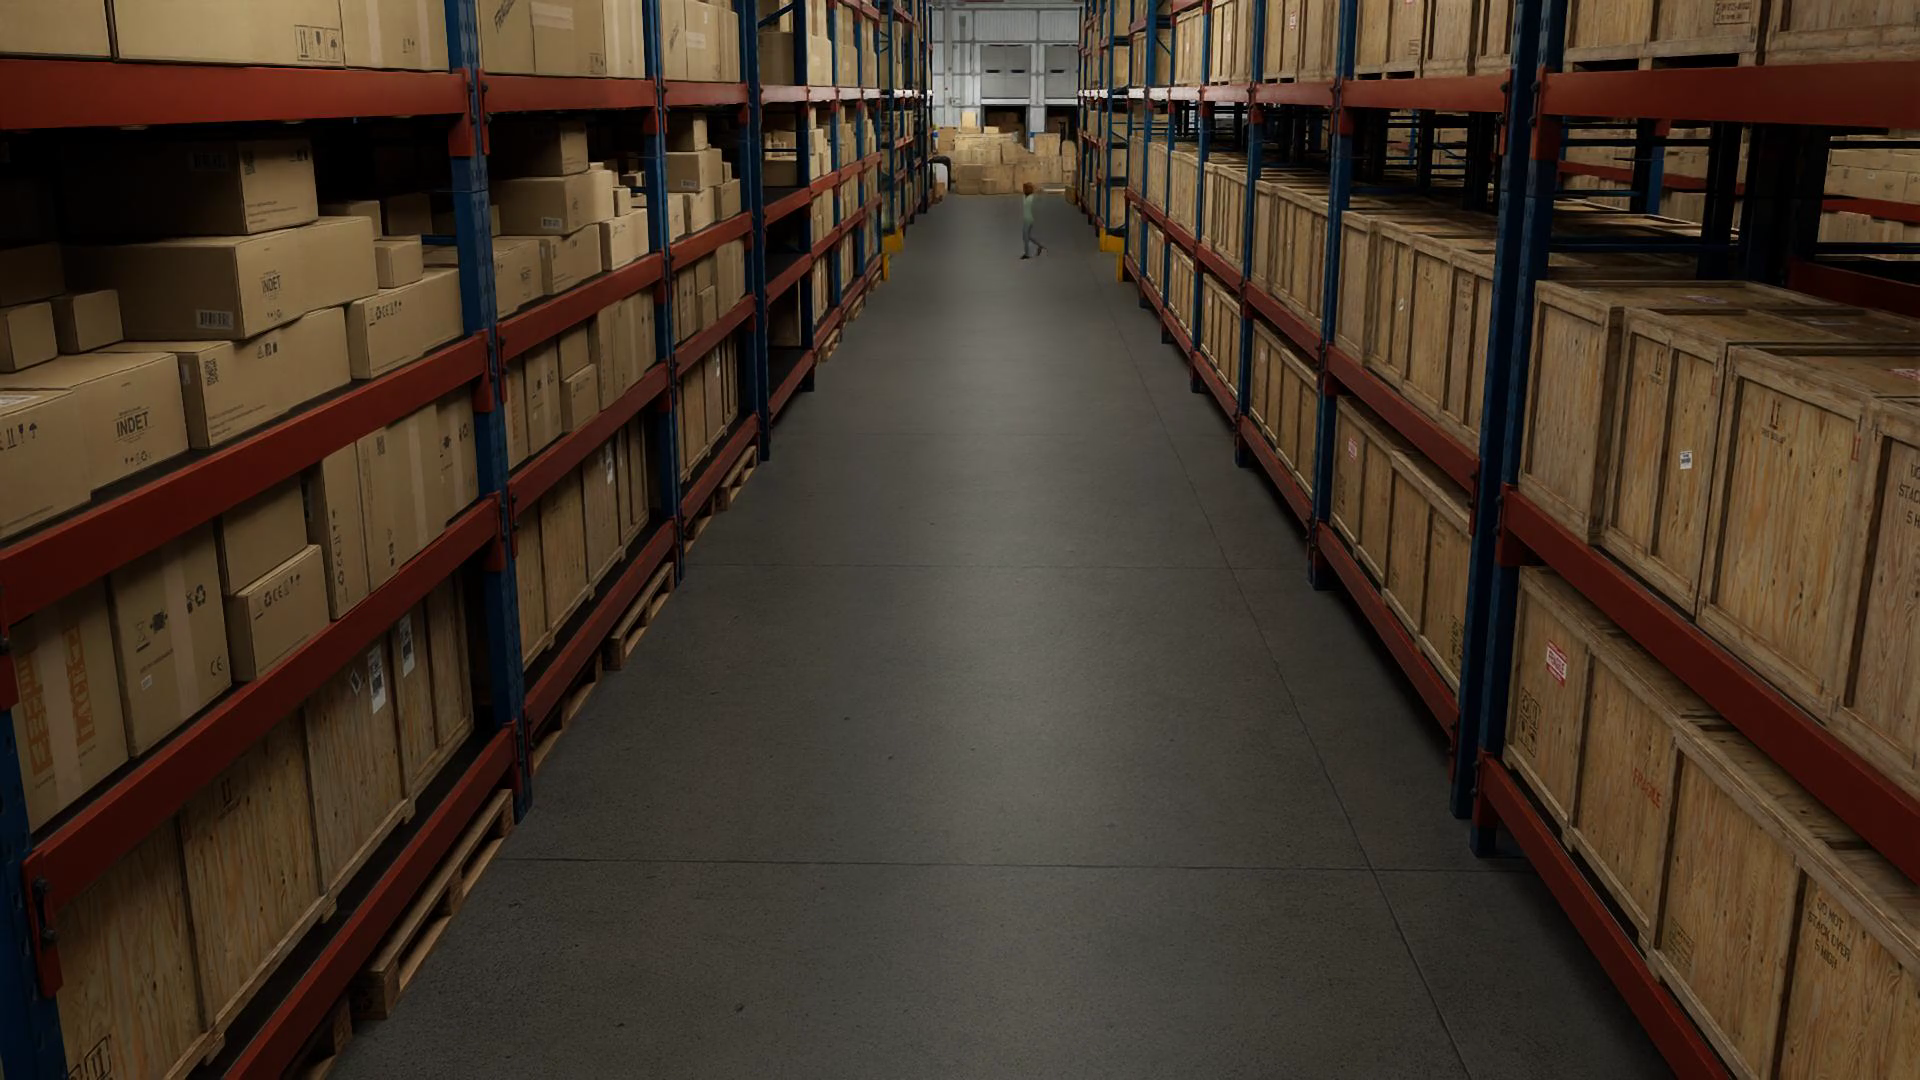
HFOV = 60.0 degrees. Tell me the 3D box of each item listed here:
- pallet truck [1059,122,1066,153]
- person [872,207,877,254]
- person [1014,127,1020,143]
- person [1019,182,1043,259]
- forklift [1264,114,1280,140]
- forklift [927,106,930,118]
[{"bbox_3d":[5.788,-21.111,88.014,1.885,1.965,0.823,5,16,18],"label":"pallet truck"},{"bbox_3d":[-1.960,-6.361,33.456,0.803,1.816,0.608,-4,16,-14],"label":"person"},{"bbox_3d":[3.233,-22.362,93.369,0.369,1.624,0.530,-1,15,-3],"label":"person"},{"bbox_3d":[1.492,-6.802,35.485,0.429,1.625,0.510,-4,16,-14],"label":"person"},{"bbox_3d":[11.018,-13.914,59.560,1.129,2.768,1.873,0,15,2],"label":"forklift"},{"bbox_3d":[-1.960,-21.057,86.140,1.129,2.768,1.873,0,15,2],"label":"forklift"}]
